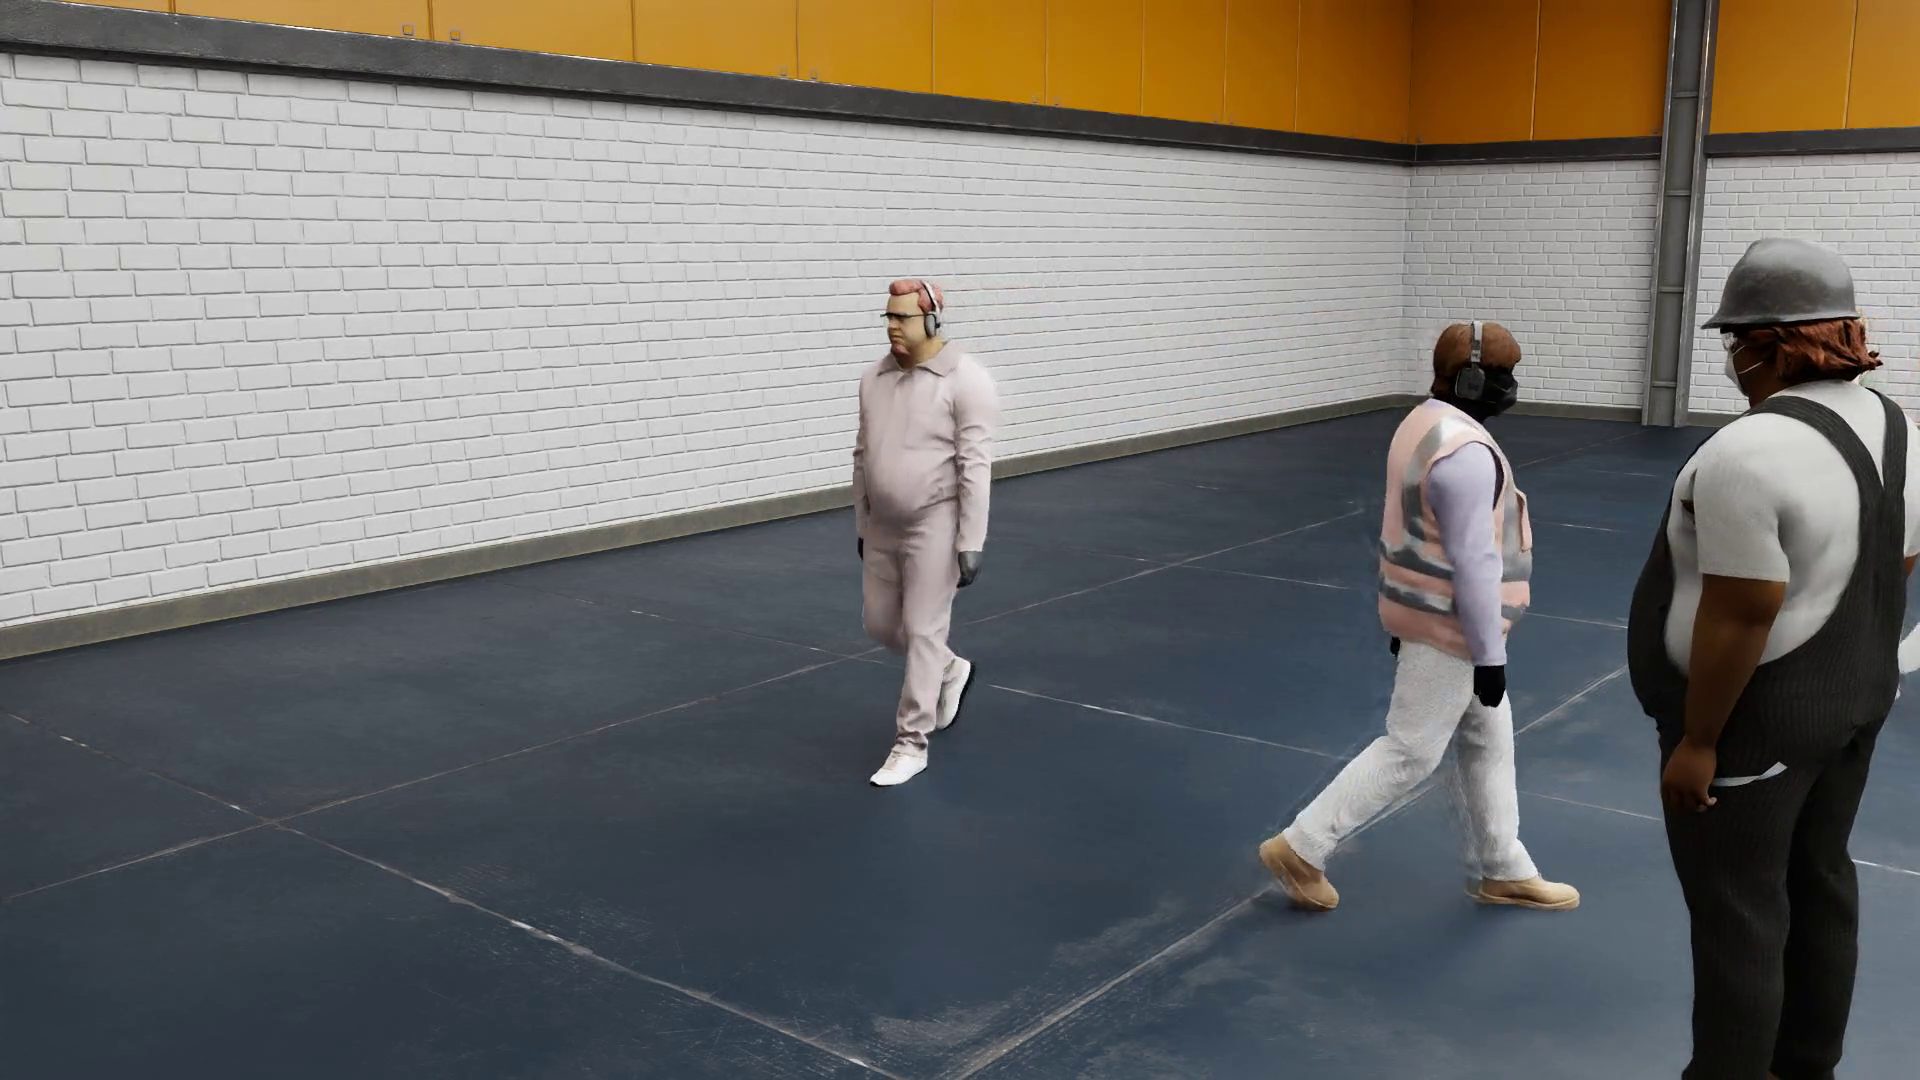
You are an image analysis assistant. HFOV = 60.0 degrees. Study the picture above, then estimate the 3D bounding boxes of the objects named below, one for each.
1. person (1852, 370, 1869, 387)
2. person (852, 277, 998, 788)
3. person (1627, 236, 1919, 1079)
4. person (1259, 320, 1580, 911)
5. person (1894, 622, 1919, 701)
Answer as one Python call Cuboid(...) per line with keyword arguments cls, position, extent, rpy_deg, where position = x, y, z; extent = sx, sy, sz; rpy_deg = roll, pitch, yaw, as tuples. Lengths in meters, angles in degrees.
Cuboid(cls="person", position=(5.257, -0.618, 10.234), extent=(0.537, 1.605, 0.738), rpy_deg=(-3, 11, -17))
Cuboid(cls="person", position=(-0.141, -0.054, 6.357), extent=(0.667, 1.888, 0.738), rpy_deg=(8, 13, 39))
Cuboid(cls="person", position=(1.744, 0.353, 3.673), extent=(0.688, 2.000, 0.536), rpy_deg=(-7, 12, -33))
Cuboid(cls="person", position=(1.382, 0.252, 4.923), extent=(0.933, 1.805, 0.632), rpy_deg=(1, 10, 6))
Cuboid(cls="person", position=(4.313, -0.169, 7.048), extent=(0.797, 1.877, 0.593), rpy_deg=(3, 11, 15))
